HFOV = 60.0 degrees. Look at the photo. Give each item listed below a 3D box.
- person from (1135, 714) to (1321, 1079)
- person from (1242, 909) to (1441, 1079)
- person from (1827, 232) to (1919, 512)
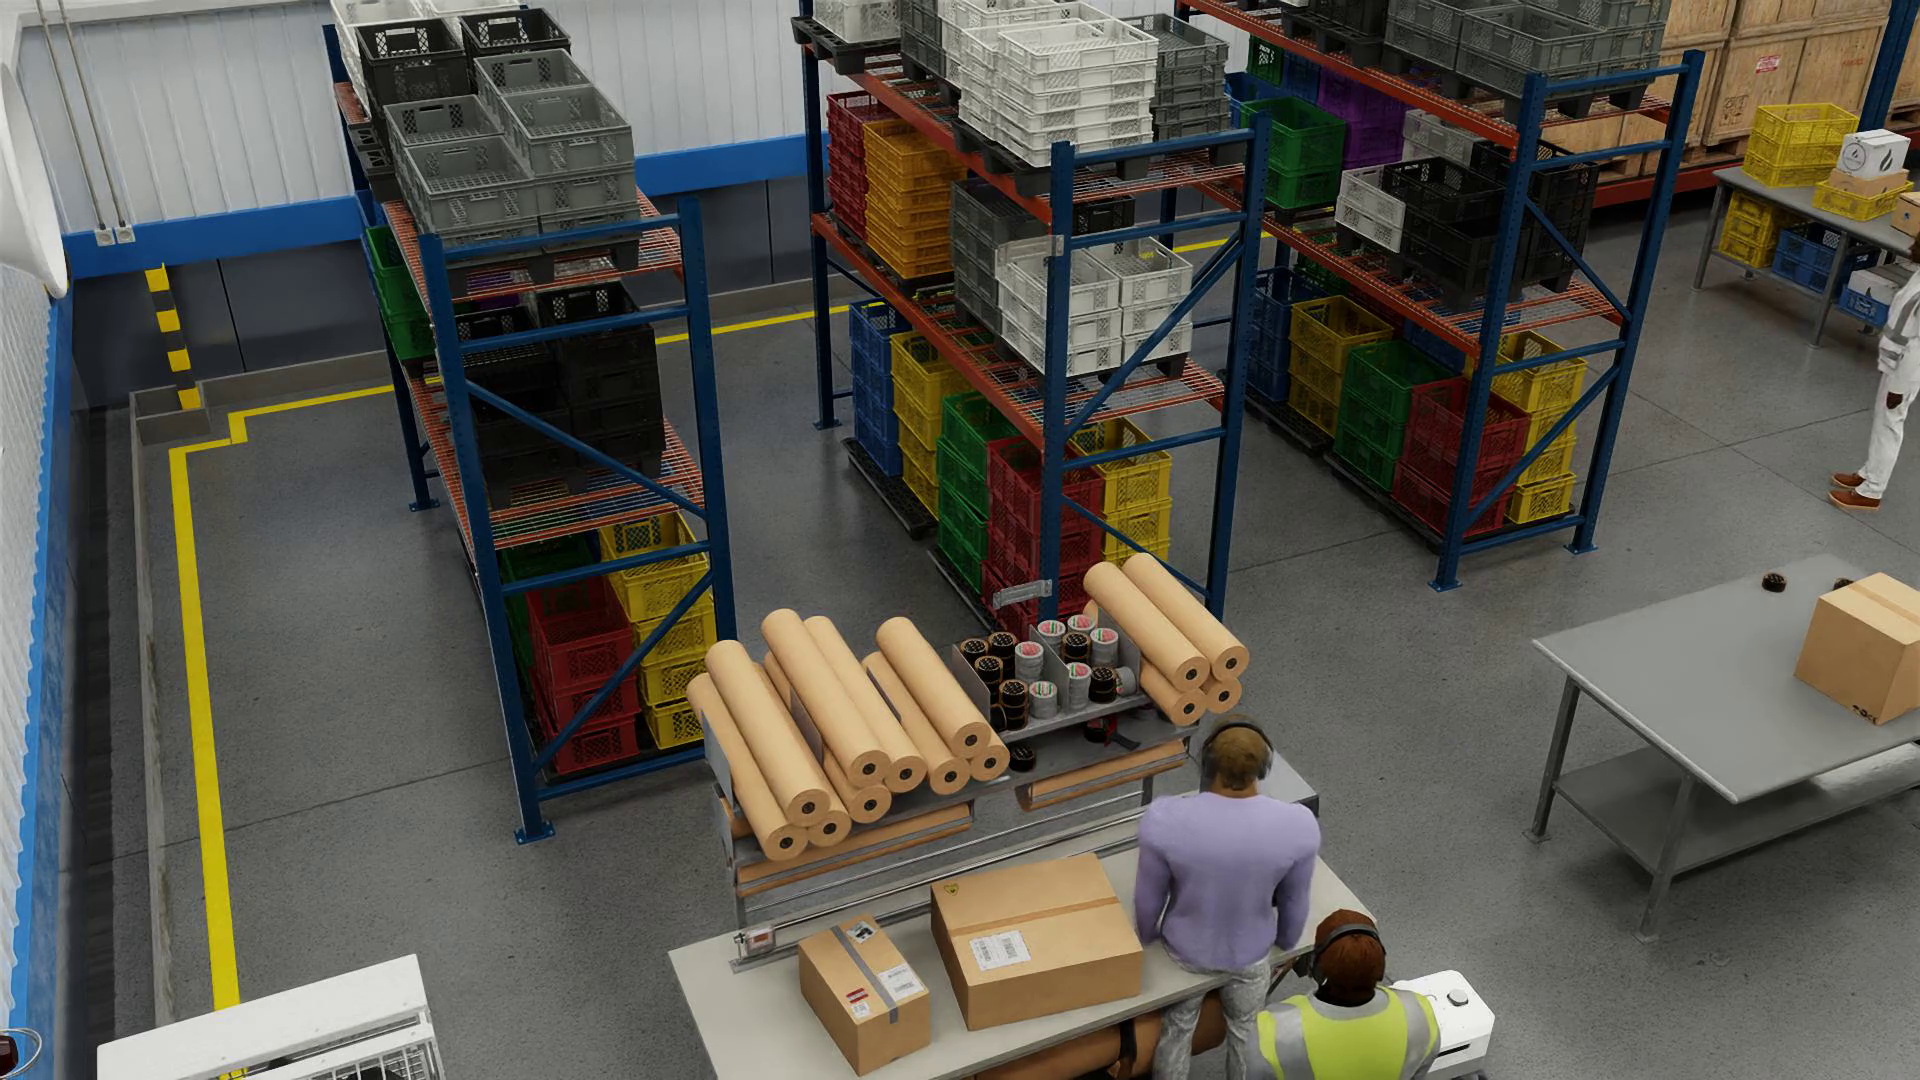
[{"bbox_3d":[0.934,1.449,6.028,0.626,1.931,0.374,1,32,2],"label":"person"},{"bbox_3d":[1.155,1.907,5.361,0.623,1.844,0.429,-6,32,-10],"label":"person"},{"bbox_3d":[5.733,-1.049,10.136,0.361,1.878,0.579,14,34,22],"label":"person"}]
